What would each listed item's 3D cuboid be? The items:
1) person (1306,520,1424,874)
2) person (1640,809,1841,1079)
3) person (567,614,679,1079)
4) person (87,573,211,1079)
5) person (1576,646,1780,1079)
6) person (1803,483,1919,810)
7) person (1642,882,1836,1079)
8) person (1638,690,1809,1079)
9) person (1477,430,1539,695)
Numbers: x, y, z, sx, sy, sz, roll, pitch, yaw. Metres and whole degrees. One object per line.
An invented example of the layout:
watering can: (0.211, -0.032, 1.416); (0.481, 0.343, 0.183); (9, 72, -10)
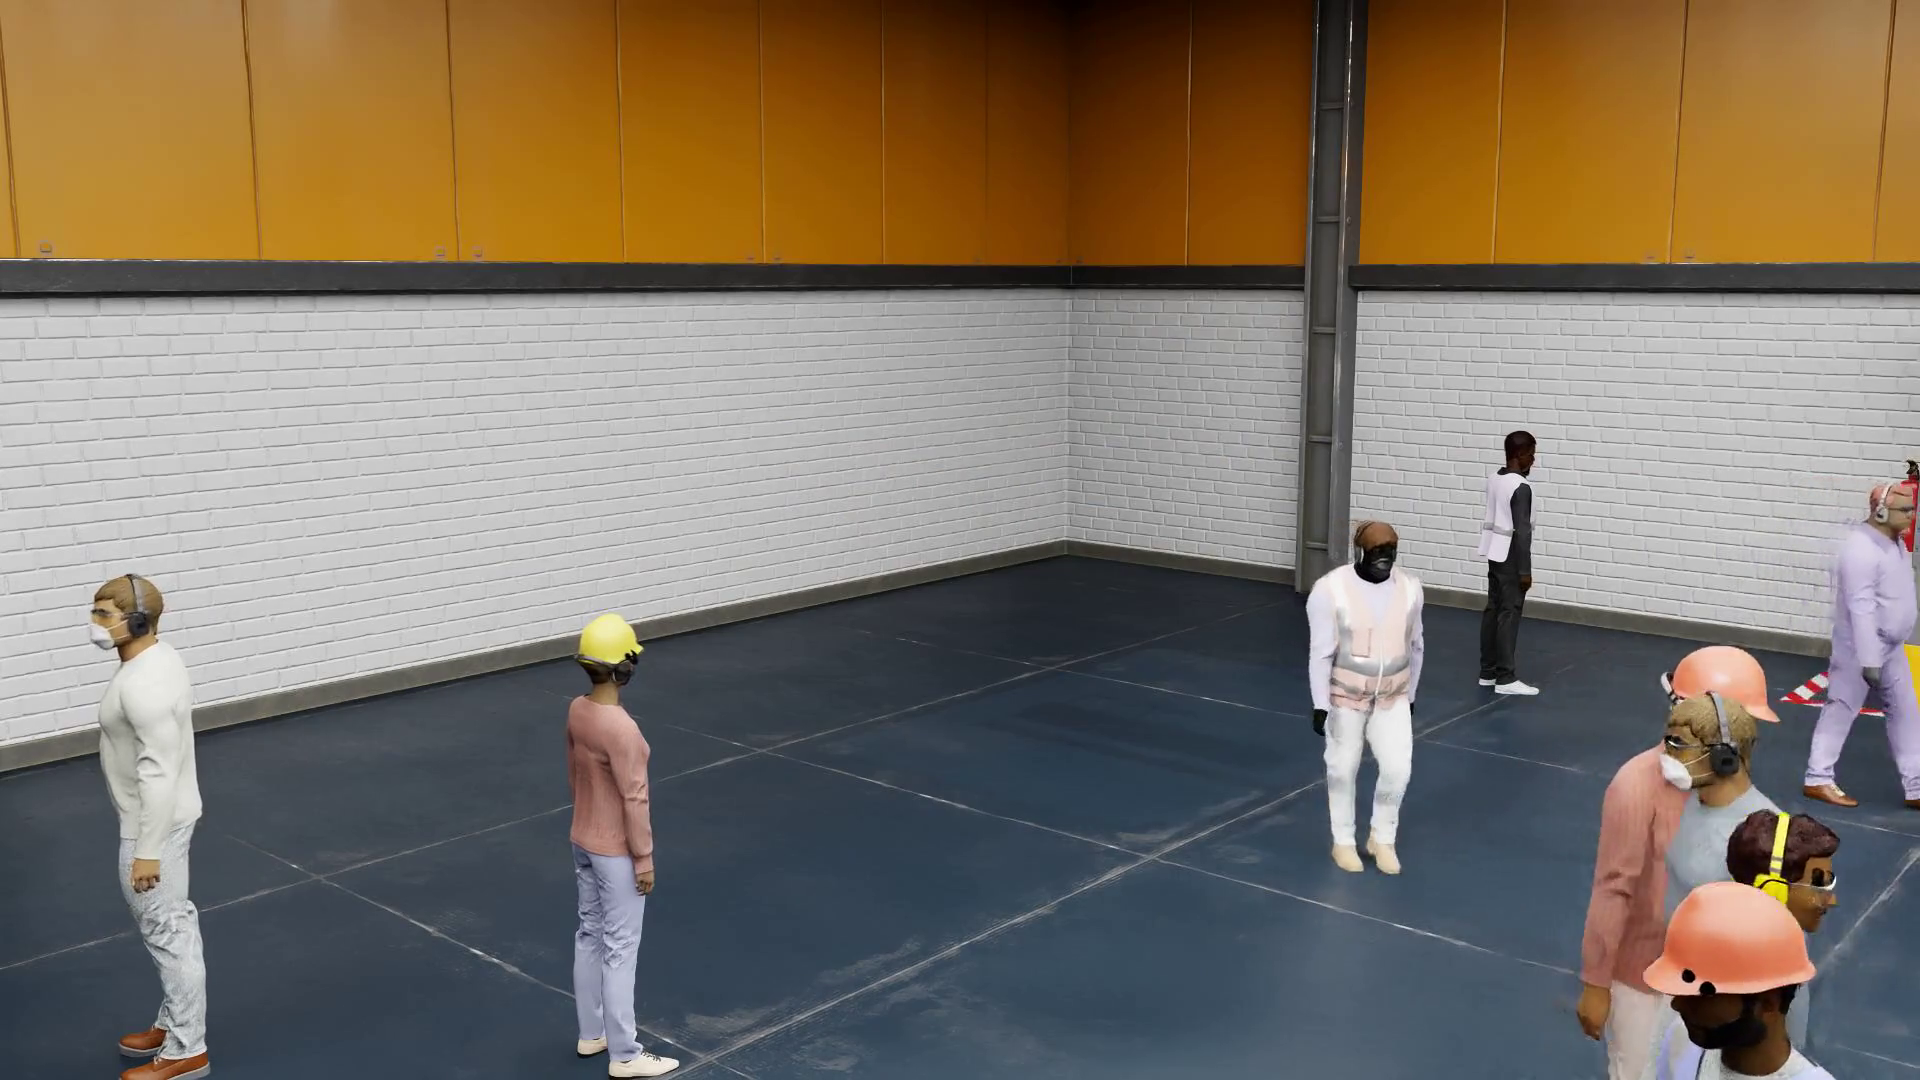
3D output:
person: (2.050, 0.803, 8.391); (0.641, 1.821, 0.530); (-1, 9, -5)
person: (1.830, 1.509, 4.041); (1.043, 1.789, 0.540); (5, 10, 28)
person: (-1.308, 1.156, 6.314); (0.310, 1.771, 0.525); (-7, 11, -37)
person: (-3.043, 1.080, 6.252); (0.358, 1.939, 0.636); (-4, 10, -25)
person: (2.051, 1.260, 5.060); (0.636, 1.962, 0.692); (-7, 11, -38)
person: (5.245, 0.624, 9.326); (0.670, 1.870, 0.897); (-8, 12, -41)
person: (1.580, 1.584, 3.320); (1.033, 1.882, 0.533); (-1, 9, -3)
person: (2.184, 1.351, 4.775); (1.064, 1.885, 0.618); (1, 9, 9)
person: (3.994, 0.159, 12.112); (0.387, 1.917, 0.588); (-1, 9, -6)
